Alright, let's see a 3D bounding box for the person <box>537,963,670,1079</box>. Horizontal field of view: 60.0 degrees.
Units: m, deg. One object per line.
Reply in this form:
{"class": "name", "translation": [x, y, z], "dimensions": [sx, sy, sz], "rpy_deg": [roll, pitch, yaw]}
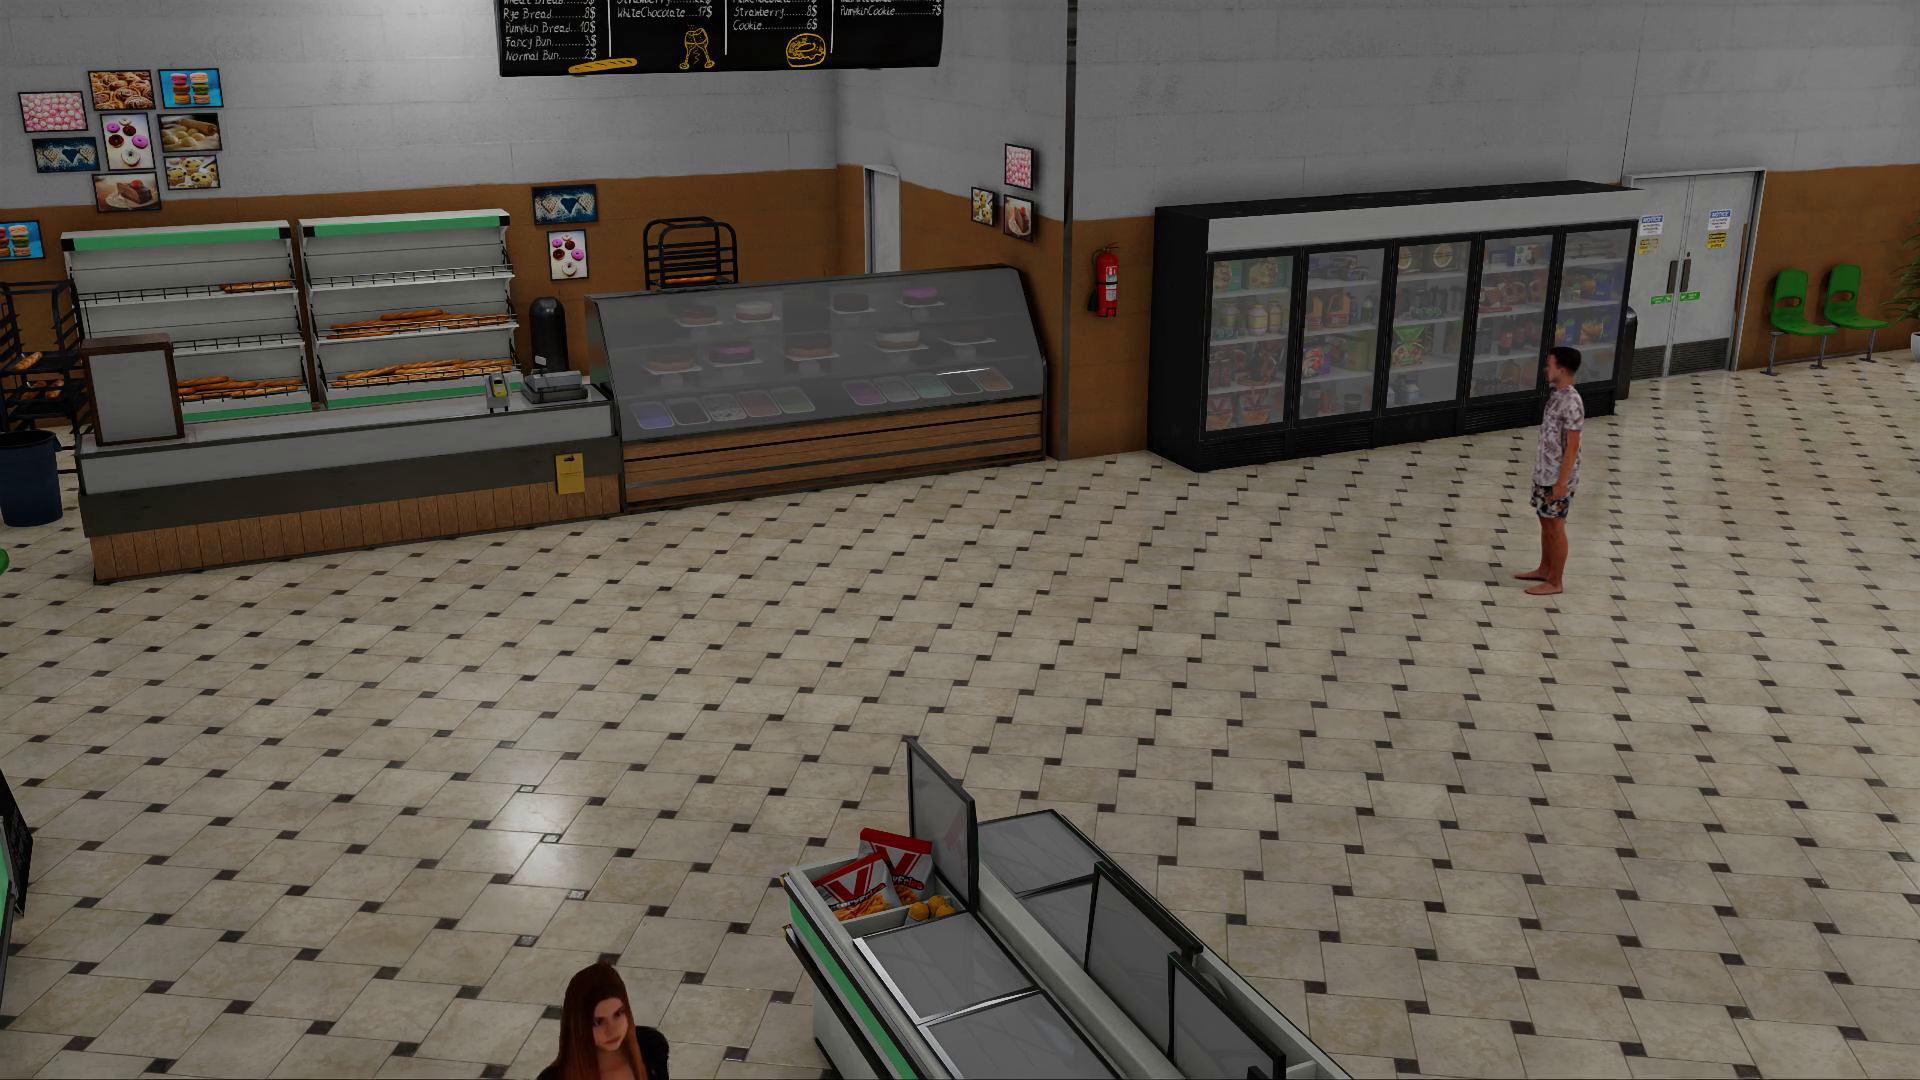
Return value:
{"class": "person", "translation": [-1.051, 1.954, 4.939], "dimensions": [0.687, 1.688, 0.783], "rpy_deg": [-13, 22, -33]}

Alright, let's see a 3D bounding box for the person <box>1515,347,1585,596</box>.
{"class": "person", "translation": [4.337, -0.510, 12.045], "dimensions": [0.818, 1.816, 0.708], "rpy_deg": [3, 19, 8]}
